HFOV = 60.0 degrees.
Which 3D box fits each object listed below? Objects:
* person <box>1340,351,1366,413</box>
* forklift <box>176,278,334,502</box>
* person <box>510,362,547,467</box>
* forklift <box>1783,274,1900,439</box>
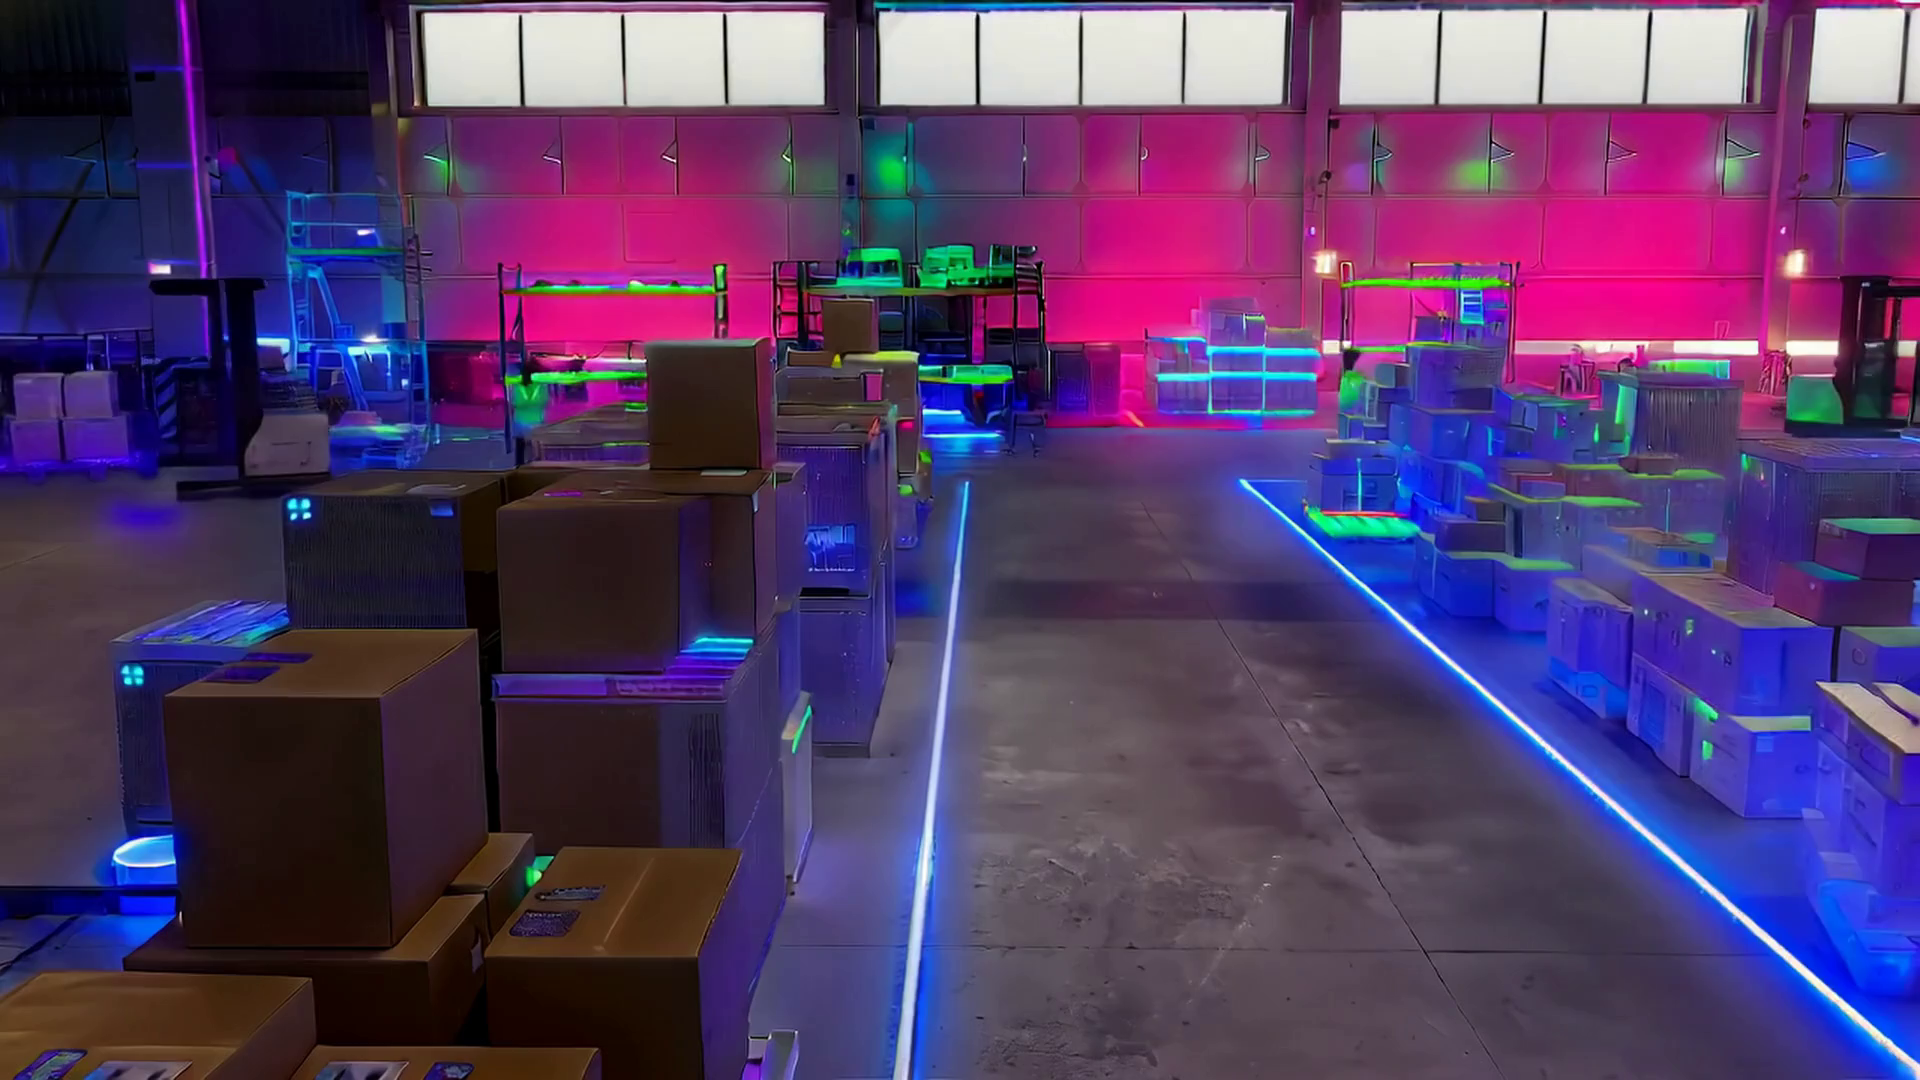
[{"bbox_3d":[6.219,-2.139,26.073,0.711,1.670,0.541,-3,10,-20],"label":"person"},{"bbox_3d":[-9.218,-1.986,21.533,1.873,2.768,1.129,-4,10,-25],"label":"forklift"},{"bbox_3d":[-6.014,-1.649,23.162,0.543,1.646,0.865,1,10,6],"label":"person"},{"bbox_3d":[15.293,-3.123,28.345,1.129,2.768,1.873,-6,11,-33],"label":"forklift"}]
